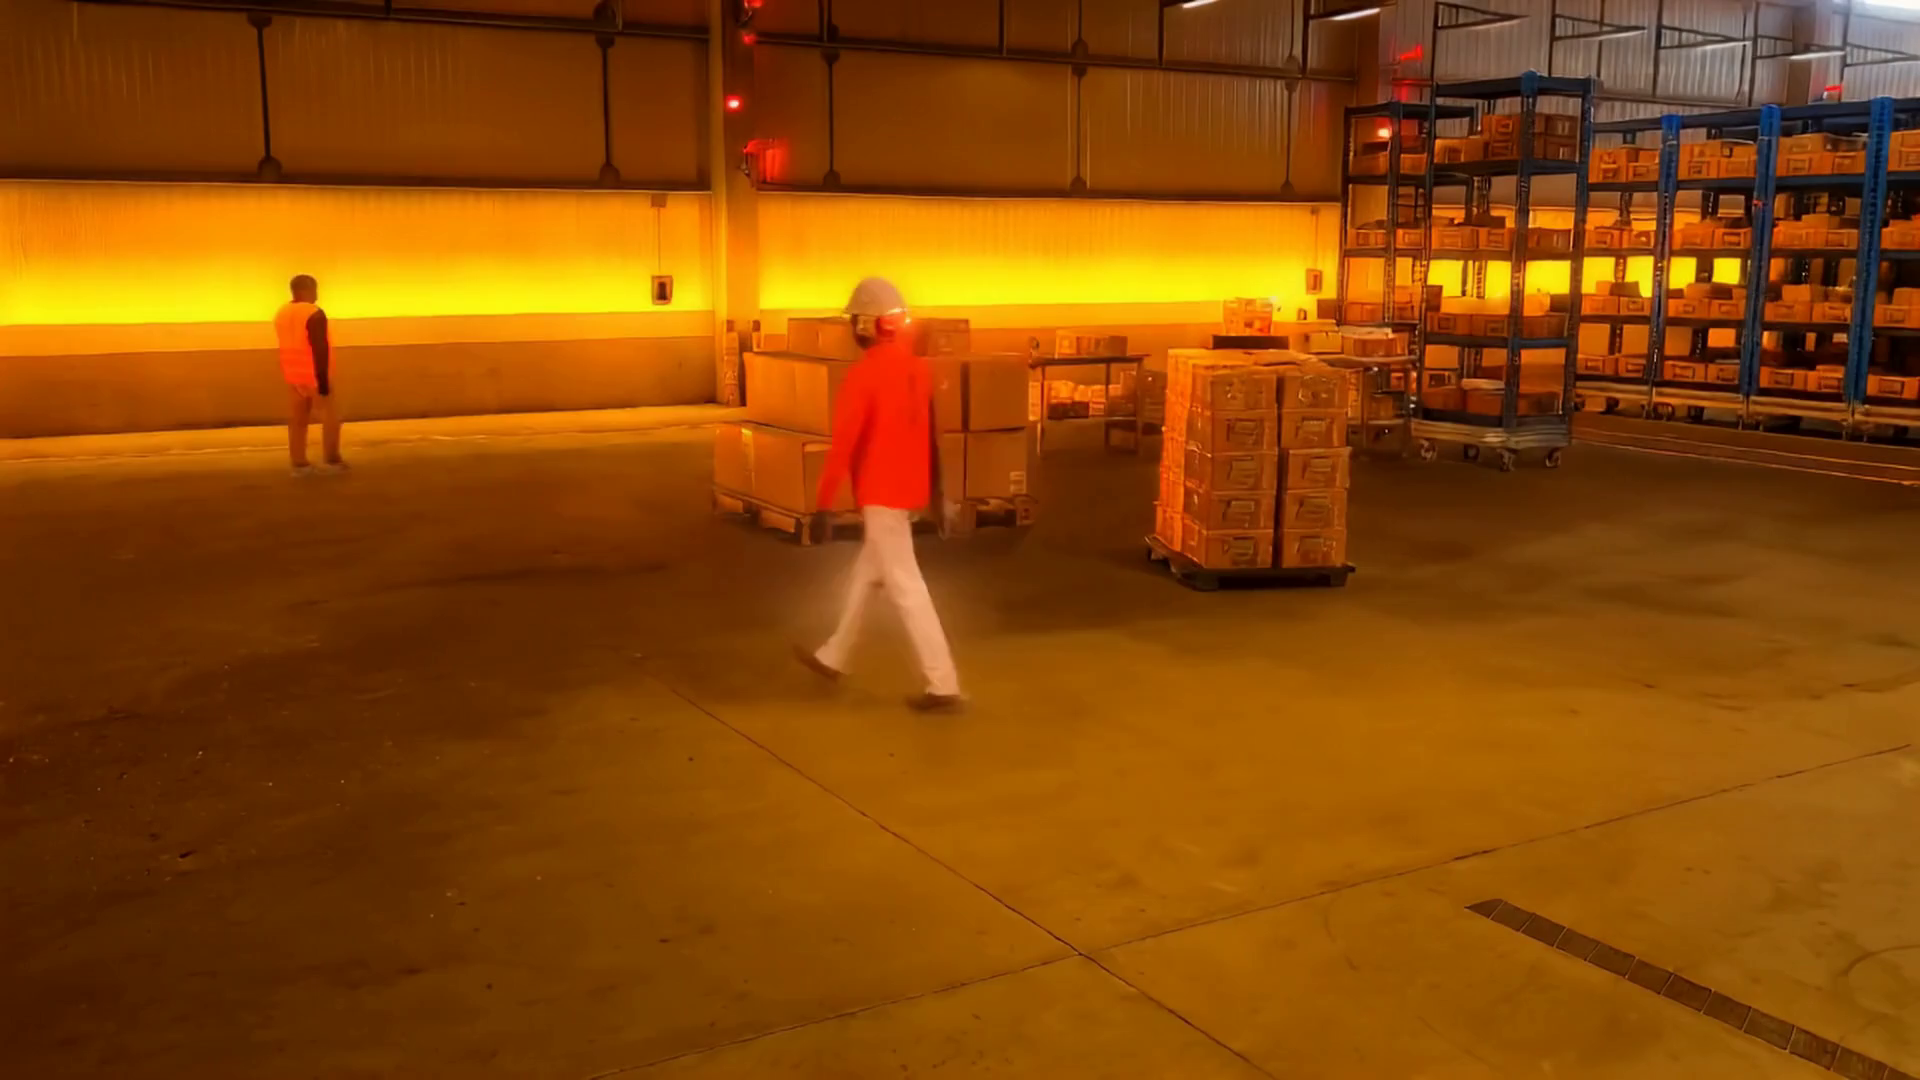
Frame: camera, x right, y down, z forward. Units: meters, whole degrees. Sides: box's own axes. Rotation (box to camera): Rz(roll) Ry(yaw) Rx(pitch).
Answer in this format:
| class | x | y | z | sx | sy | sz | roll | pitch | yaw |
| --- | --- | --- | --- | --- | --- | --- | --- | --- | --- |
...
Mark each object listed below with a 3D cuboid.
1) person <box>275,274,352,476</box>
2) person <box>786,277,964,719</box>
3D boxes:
| class | x | y | z | sx | sy | sz | roll | pitch | yaw |
| --- | --- | --- | --- | --- | --- | --- | --- | --- | --- |
| person | -5.855 | -1.494 | 15.132 | 0.650 | 1.818 | 0.646 | 6 | 12 | 32 |
| person | -0.383 | -0.196 | 7.458 | 1.064 | 1.933 | 0.638 | 6 | 12 | 29 |
